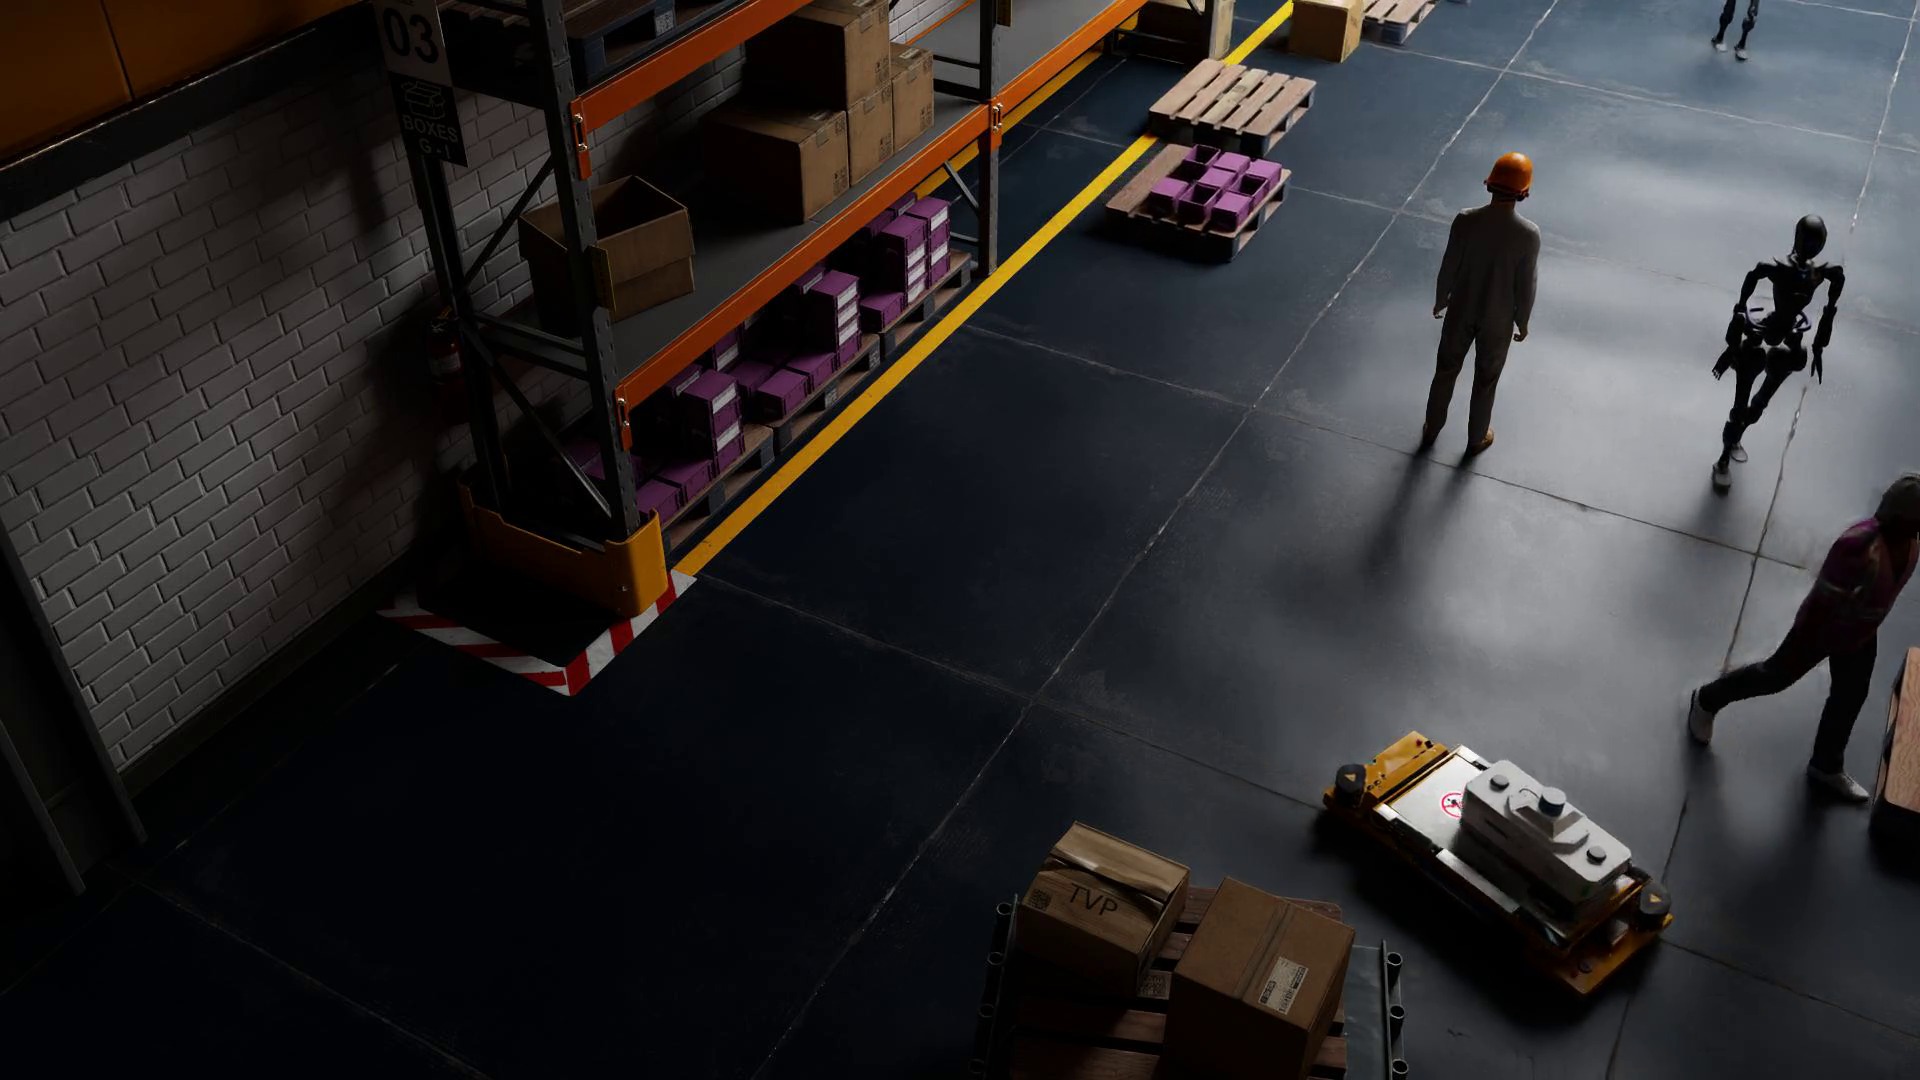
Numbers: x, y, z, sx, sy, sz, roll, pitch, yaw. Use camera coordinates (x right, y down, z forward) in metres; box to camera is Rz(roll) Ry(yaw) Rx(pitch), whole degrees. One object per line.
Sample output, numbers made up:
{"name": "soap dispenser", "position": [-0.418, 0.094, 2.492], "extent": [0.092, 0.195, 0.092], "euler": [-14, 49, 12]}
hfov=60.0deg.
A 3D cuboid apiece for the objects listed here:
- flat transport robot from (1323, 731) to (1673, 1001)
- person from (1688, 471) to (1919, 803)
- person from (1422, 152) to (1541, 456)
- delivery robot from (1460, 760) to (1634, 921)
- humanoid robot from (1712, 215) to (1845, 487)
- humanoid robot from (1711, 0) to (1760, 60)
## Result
{"name": "flat transport robot", "position": [2.397, 1.396, 7.475], "extent": [0.659, 0.231, 1.431], "euler": [-26, 46, -29]}
{"name": "person", "position": [3.919, 0.353, 7.548], "extent": [0.568, 1.811, 0.833], "euler": [-19, 42, -22]}
{"name": "person", "position": [3.014, -1.340, 9.595], "extent": [0.558, 1.896, 0.354], "euler": [18, 42, 21]}
{"name": "delivery robot", "position": [2.567, 1.355, 7.307], "extent": [0.513, 0.607, 0.779], "euler": [-25, 45, -27]}
{"name": "humanoid robot", "position": [4.644, -1.080, 9.453], "extent": [0.590, 1.640, 0.589], "euler": [3, 39, 4]}
{"name": "humanoid robot", "position": [6.848, -4.996, 14.351], "extent": [0.590, 1.647, 0.419], "euler": [5, 39, 6]}
